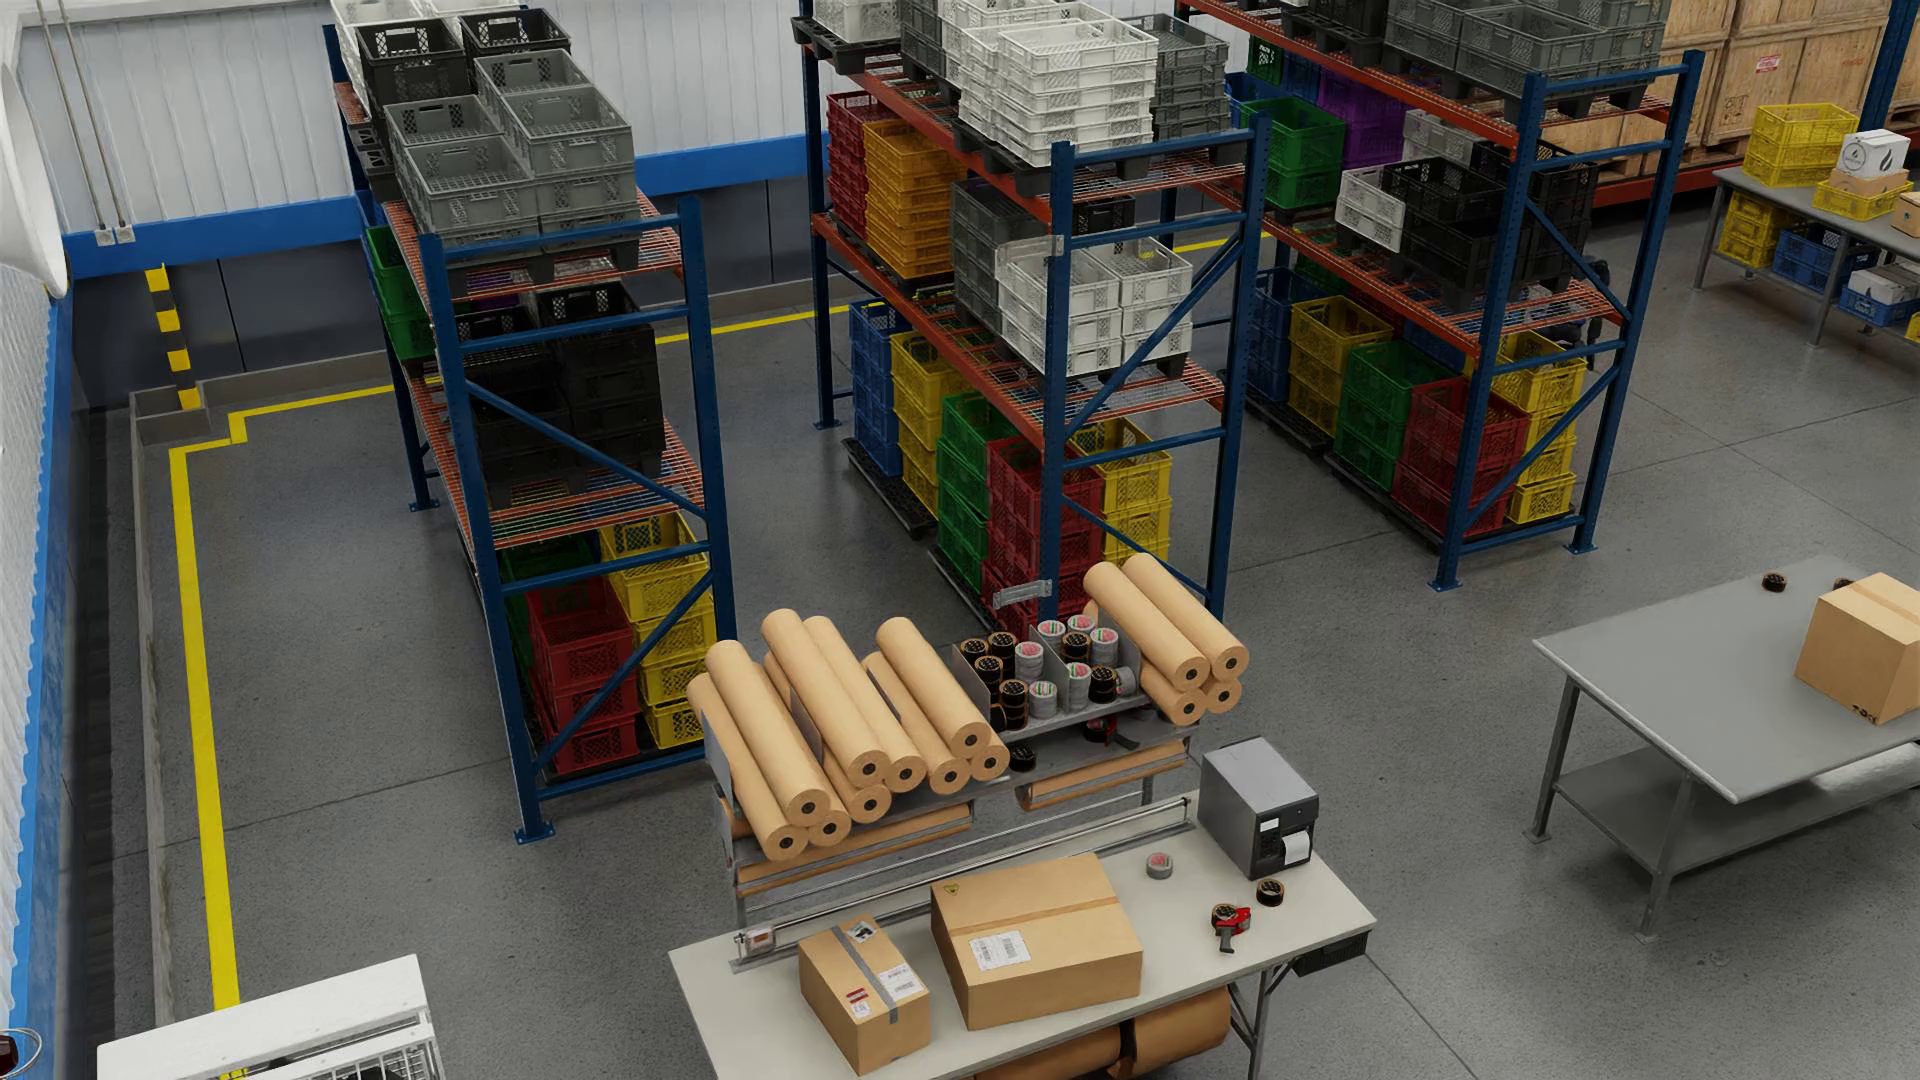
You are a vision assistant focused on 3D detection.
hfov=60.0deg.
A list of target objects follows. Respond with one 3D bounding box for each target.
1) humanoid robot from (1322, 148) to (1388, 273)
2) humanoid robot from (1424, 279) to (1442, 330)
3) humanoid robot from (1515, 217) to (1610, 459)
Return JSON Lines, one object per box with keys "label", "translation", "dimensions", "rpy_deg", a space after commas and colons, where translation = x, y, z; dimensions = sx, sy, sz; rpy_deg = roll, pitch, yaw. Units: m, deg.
{"label": "humanoid robot", "translation": [3.286, -2.932, 13.423], "dimensions": [0.737, 1.629, 0.579], "rpy_deg": [-21, 37, -30]}
{"label": "humanoid robot", "translation": [3.519, -1.986, 11.847], "dimensions": [0.610, 1.643, 0.412], "rpy_deg": [-12, 34, -19]}
{"label": "humanoid robot", "translation": [3.847, -1.318, 10.767], "dimensions": [0.563, 1.650, 0.357], "rpy_deg": [9, 33, 15]}
